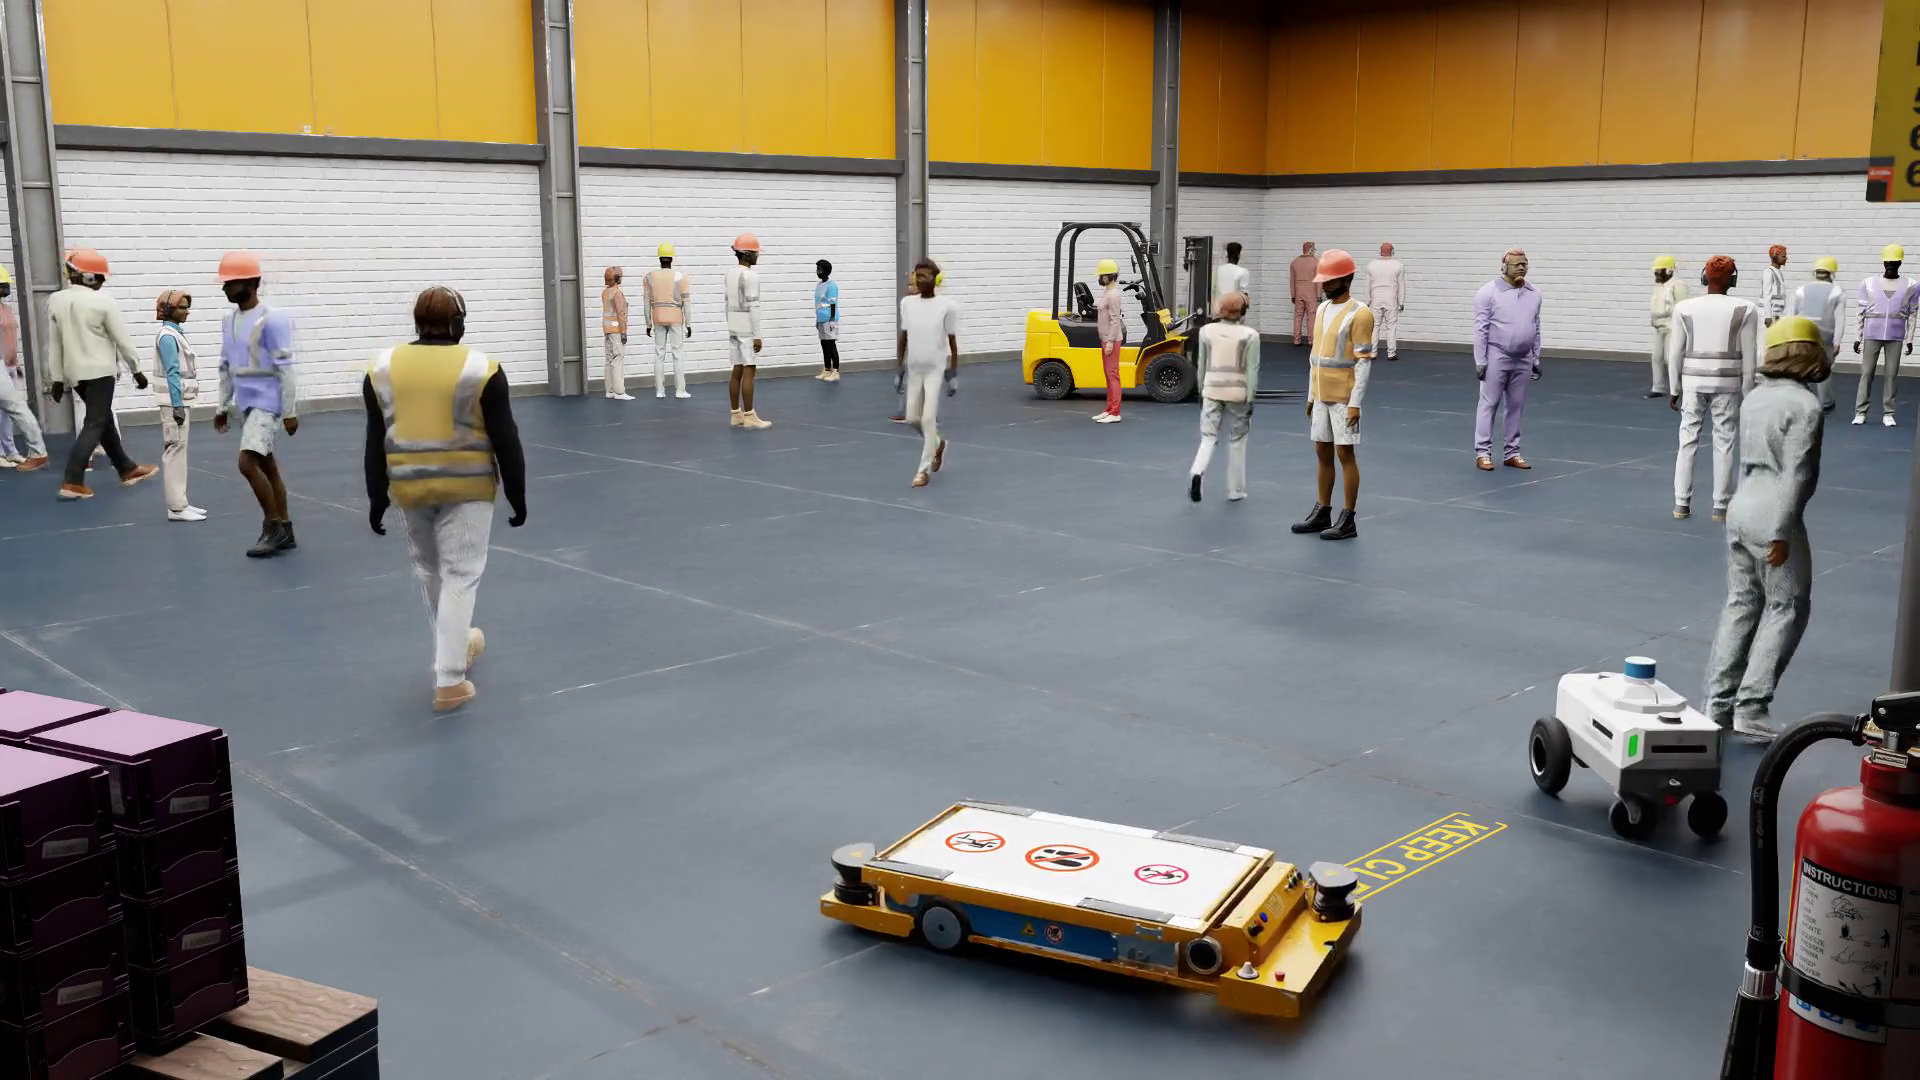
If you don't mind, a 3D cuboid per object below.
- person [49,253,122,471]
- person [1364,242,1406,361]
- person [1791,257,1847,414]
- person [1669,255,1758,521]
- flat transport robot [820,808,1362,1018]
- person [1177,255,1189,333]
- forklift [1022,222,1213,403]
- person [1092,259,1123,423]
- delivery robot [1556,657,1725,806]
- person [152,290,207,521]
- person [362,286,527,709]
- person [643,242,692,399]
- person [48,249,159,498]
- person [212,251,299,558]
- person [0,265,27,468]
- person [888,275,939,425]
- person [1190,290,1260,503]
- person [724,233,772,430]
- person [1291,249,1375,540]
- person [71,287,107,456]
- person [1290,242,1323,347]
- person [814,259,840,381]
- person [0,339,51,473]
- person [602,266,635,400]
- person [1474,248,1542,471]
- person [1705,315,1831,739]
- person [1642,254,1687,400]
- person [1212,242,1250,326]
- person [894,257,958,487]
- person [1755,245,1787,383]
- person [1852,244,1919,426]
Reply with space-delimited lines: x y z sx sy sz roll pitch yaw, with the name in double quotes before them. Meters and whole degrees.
"person" -7.535 -1.530 14.356 0.514 1.871 0.327 -6 12 -31
"person" 6.886 -3.859 26.956 0.653 1.905 0.408 5 11 23
"person" 9.578 -2.265 18.598 0.606 1.782 0.935 10 14 42
"person" 5.341 -1.073 11.826 0.574 1.883 0.355 7 12 32
"flat transport robot" 0.374 1.020 4.812 1.431 0.197 0.652 5 12 26
"person" 3.092 -2.835 21.578 0.620 1.825 0.629 4 11 19
"forklift" 1.935 -2.847 20.651 2.313 2.155 1.214 2 11 13
"person" 1.604 -2.148 18.009 0.313 1.768 0.522 0 10 -3
"delivery robot" 2.355 0.651 5.792 0.477 0.478 0.707 0 10 0
"person" -5.570 -0.953 11.845 0.311 1.636 0.521 -4 11 -22
"person" -2.235 -0.216 7.391 0.658 1.797 0.918 1 10 5
"person" -3.615 -2.708 20.609 0.594 1.929 0.352 1 10 5
"person" -6.769 -1.304 13.025 0.607 1.919 1.093 4 11 19
"person" -4.470 -0.844 10.478 0.547 1.916 0.584 8 13 37
"person" -8.384 -1.519 14.575 0.315 1.770 0.524 -1 10 -5
"person" -0.495 -2.044 17.842 0.699 1.606 0.533 8 13 38
"person" 1.985 -1.067 12.520 0.516 1.615 0.670 5 12 27
"person" -2.231 -2.179 17.417 0.394 2.044 0.609 -7 13 -34
"person" 2.494 -0.965 11.113 0.367 1.930 0.542 -5 12 -26
"person" -8.028 -1.698 15.335 0.335 1.845 0.513 -5 11 -24
"person" 6.311 -4.454 30.213 0.636 1.903 0.404 9 14 41
"person" -1.859 -3.054 23.152 0.319 1.691 0.536 -6 12 -29
"person" -8.349 -1.468 14.008 1.135 1.860 0.673 -8 13 -38
"person" -4.245 -2.545 20.504 0.307 1.645 0.520 -7 13 -34
"person" 4.750 -1.555 14.386 0.638 1.910 0.407 -3 11 -15
"person" 3.285 -0.057 6.764 0.467 1.701 0.506 -2 11 -9
"person" 8.769 -2.612 20.445 0.670 1.803 0.621 -2 11 -10
"person" 3.943 -3.346 24.124 0.609 1.915 0.987 6 12 29
"person" -0.261 -1.381 13.589 0.524 1.855 0.701 5 11 24
"person" 11.165 -3.097 22.868 0.356 1.883 0.574 7 13 35
"person" 9.846 -2.174 17.708 0.587 1.928 0.363 5 12 26
